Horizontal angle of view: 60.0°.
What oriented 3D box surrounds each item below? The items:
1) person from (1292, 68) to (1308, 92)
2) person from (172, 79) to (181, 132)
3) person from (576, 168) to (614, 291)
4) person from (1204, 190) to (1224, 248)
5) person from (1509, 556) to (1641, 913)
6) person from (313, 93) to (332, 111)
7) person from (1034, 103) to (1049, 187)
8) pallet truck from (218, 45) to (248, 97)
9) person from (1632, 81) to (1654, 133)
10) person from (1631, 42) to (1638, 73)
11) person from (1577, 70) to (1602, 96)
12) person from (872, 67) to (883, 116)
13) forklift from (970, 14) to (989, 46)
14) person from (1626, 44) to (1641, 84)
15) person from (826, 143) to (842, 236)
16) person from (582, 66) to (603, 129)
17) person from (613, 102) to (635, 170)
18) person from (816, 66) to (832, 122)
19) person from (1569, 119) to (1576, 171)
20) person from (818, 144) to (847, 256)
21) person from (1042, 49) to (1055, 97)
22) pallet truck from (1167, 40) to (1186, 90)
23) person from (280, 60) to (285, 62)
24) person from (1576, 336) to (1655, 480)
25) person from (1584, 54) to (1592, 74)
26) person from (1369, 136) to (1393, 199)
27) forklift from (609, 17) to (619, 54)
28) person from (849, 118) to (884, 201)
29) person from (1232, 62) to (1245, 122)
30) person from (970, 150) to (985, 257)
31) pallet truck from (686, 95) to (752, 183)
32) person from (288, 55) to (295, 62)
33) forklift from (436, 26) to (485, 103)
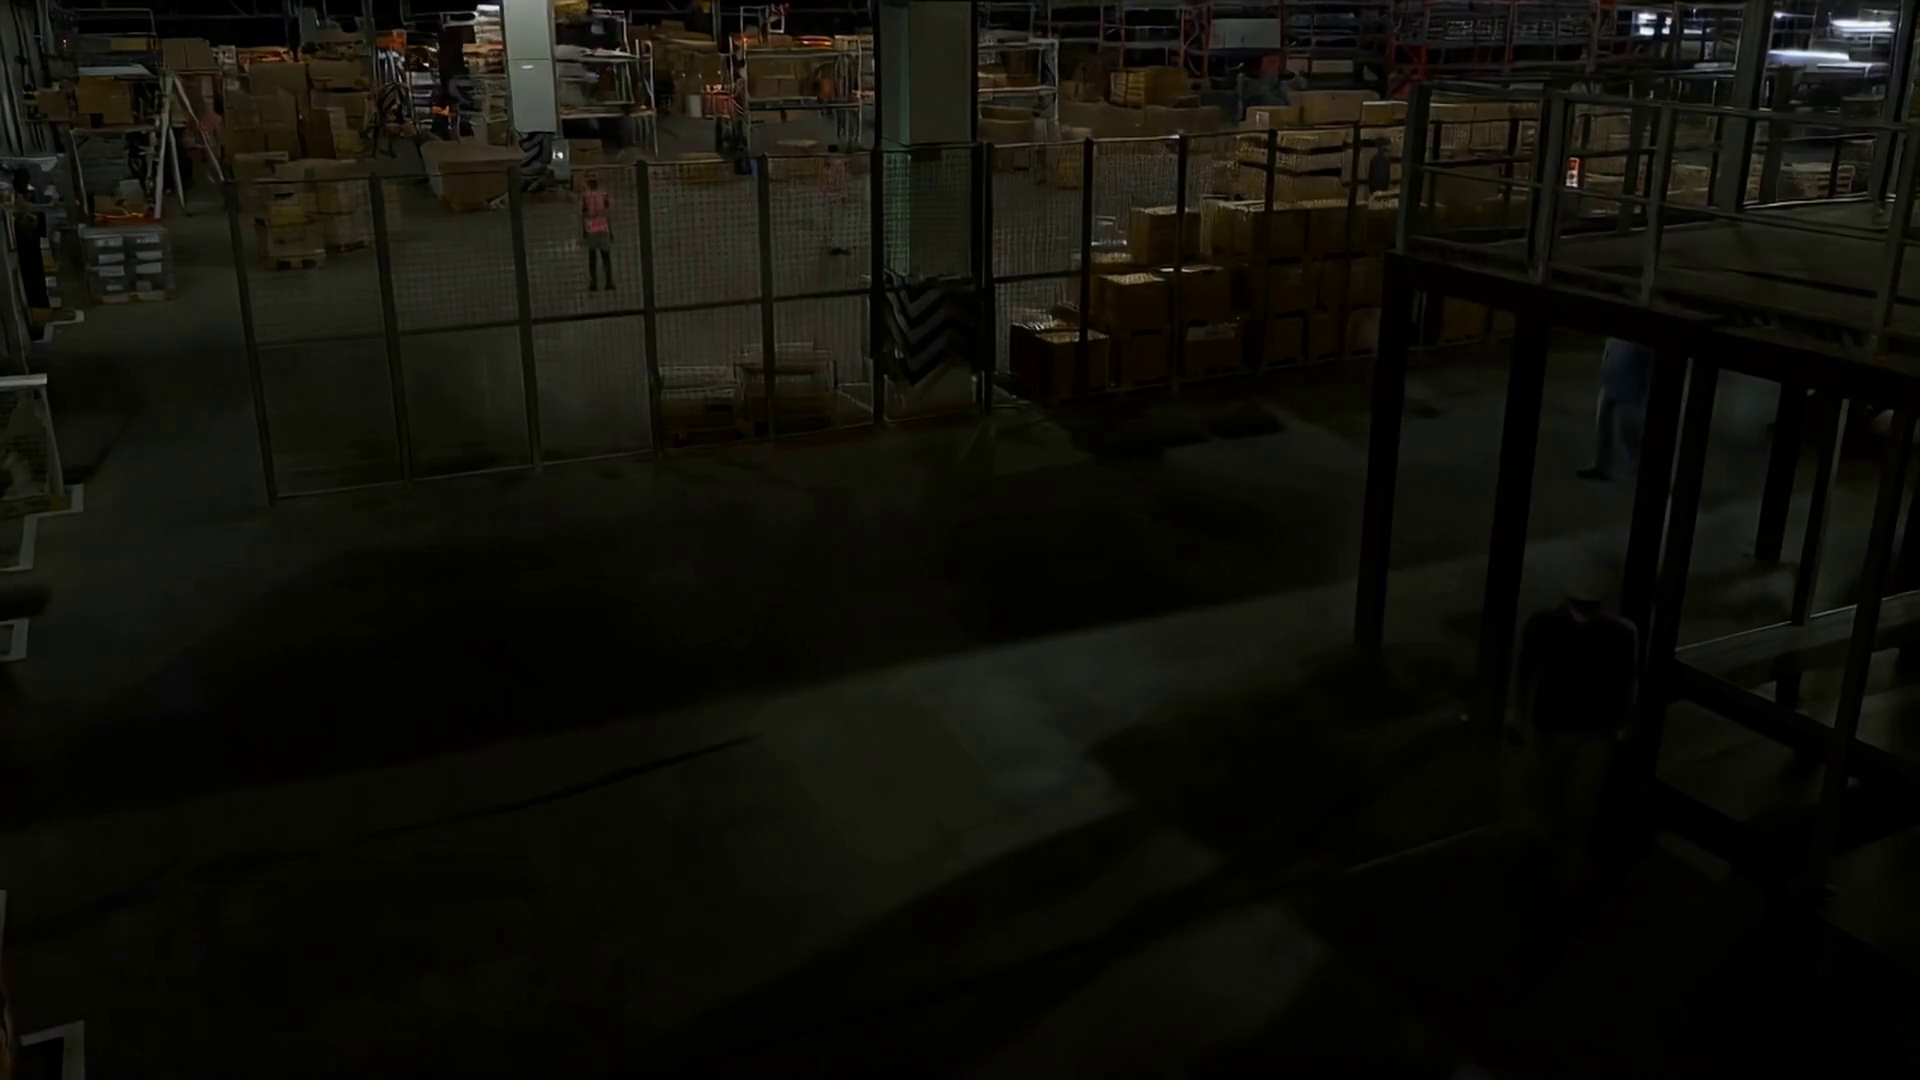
[{"bbox_3d":[11.593,-15.238,56.659,0.537,1.674,0.718,10,21,26],"label":"person"},{"bbox_3d":[-24.366,-13.456,51.568,0.519,1.632,0.312,9,21,24],"label":"person"},{"bbox_3d":[-5.779,-4.930,26.384,0.542,1.939,0.364,-5,20,-15],"label":"person"},{"bbox_3d":[3.639,-4.019,23.743,0.372,1.940,0.630,-7,20,-19],"label":"person"},{"bbox_3d":[3.327,1.035,9.060,0.653,1.950,0.978,7,20,19],"label":"person"},{"bbox_3d":[-18.474,-12.421,48.182,0.935,1.899,0.545,11,22,28],"label":"person"},{"bbox_3d":[1.898,-9.231,38.868,0.368,1.928,0.585,3,19,8],"label":"person"},{"bbox_3d":[-28.879,-18.665,66.111,0.823,1.965,1.885,-3,19,-9],"label":"pallet truck"},{"bbox_3d":[19.795,-12.390,48.217,0.616,1.807,0.723,1,19,4],"label":"person"},{"bbox_3d":[31.625,-22.828,78.285,0.404,1.921,0.582,-5,20,-14],"label":"person"},{"bbox_3d":[18.765,-13.037,49.729,0.696,2.000,0.691,-2,19,-4],"label":"person"},{"bbox_3d":[-2.786,-15.673,57.556,0.379,1.918,0.597,-13,23,-33],"label":"person"},{"bbox_3d":[0.854,-23.231,78.012,1.129,2.768,1.873,-9,21,-25],"label":"forklift"},{"bbox_3d":[28.302,-19.951,70.005,0.681,1.883,0.453,16,25,39],"label":"person"},{"bbox_3d":[-2.417,-6.715,31.855,0.323,1.741,0.491,-4,19,-12],"label":"person"},{"bbox_3d":[-11.693,-14.085,52.943,0.650,1.924,0.588,-7,20,-20],"label":"person"},{"bbox_3d":[-8.539,-10.247,42.183,0.484,1.676,0.561,-3,19,-8],"label":"person"},{"bbox_3d":[-4.542,-14.897,55.476,0.520,1.819,0.875,-2,19,-7],"label":"person"},{"bbox_3d":[13.905,-9.101,38.342,0.417,2.034,0.603,-3,19,-8],"label":"person"},{"bbox_3d":[-2.252,-6.061,29.649,0.397,1.944,0.616,16,25,38],"label":"person"},{"bbox_3d":[3.462,-18.565,65.949,0.623,1.914,1.019,0,19,1],"label":"person"},{"bbox_3d":[9.045,-19.971,69.895,0.823,1.965,1.885,-3,19,-8],"label":"pallet truck"},{"bbox_3d":[-22.831,-15.253,56.331,0.622,1.932,0.368,-7,20,-20],"label":"person"},{"bbox_3d":[6.627,-1.496,16.625,0.800,1.801,0.631,-8,21,-23],"label":"person"},{"bbox_3d":[24.979,-18.548,66.290,0.904,1.637,0.540,-12,22,-31],"label":"person"},{"bbox_3d":[7.726,-6.426,30.648,0.389,1.986,0.608,14,23,35],"label":"person"},{"bbox_3d":[-15.114,-21.458,72.872,1.873,2.768,1.129,-4,19,-11],"label":"forklift"},{"bbox_3d":[-1.939,-8.343,36.505,0.977,1.789,0.651,7,20,20],"label":"person"},{"bbox_3d":[9.269,-14.871,55.203,0.360,1.938,0.546,7,20,19],"label":"person"},{"bbox_3d":[0.147,-5.968,29.494,0.603,1.867,1.017,-13,23,-34],"label":"person"},{"bbox_3d":[-5.836,-9.608,39.856,0.823,1.965,1.885,10,22,27],"label":"pallet truck"},{"bbox_3d":[-24.616,-16.865,61.106,0.597,1.866,0.584,13,23,34],"label":"person"},{"bbox_3d":[-18.846,-17.774,62.194,1.873,2.768,1.129,3,19,10],"label":"forklift"}]
